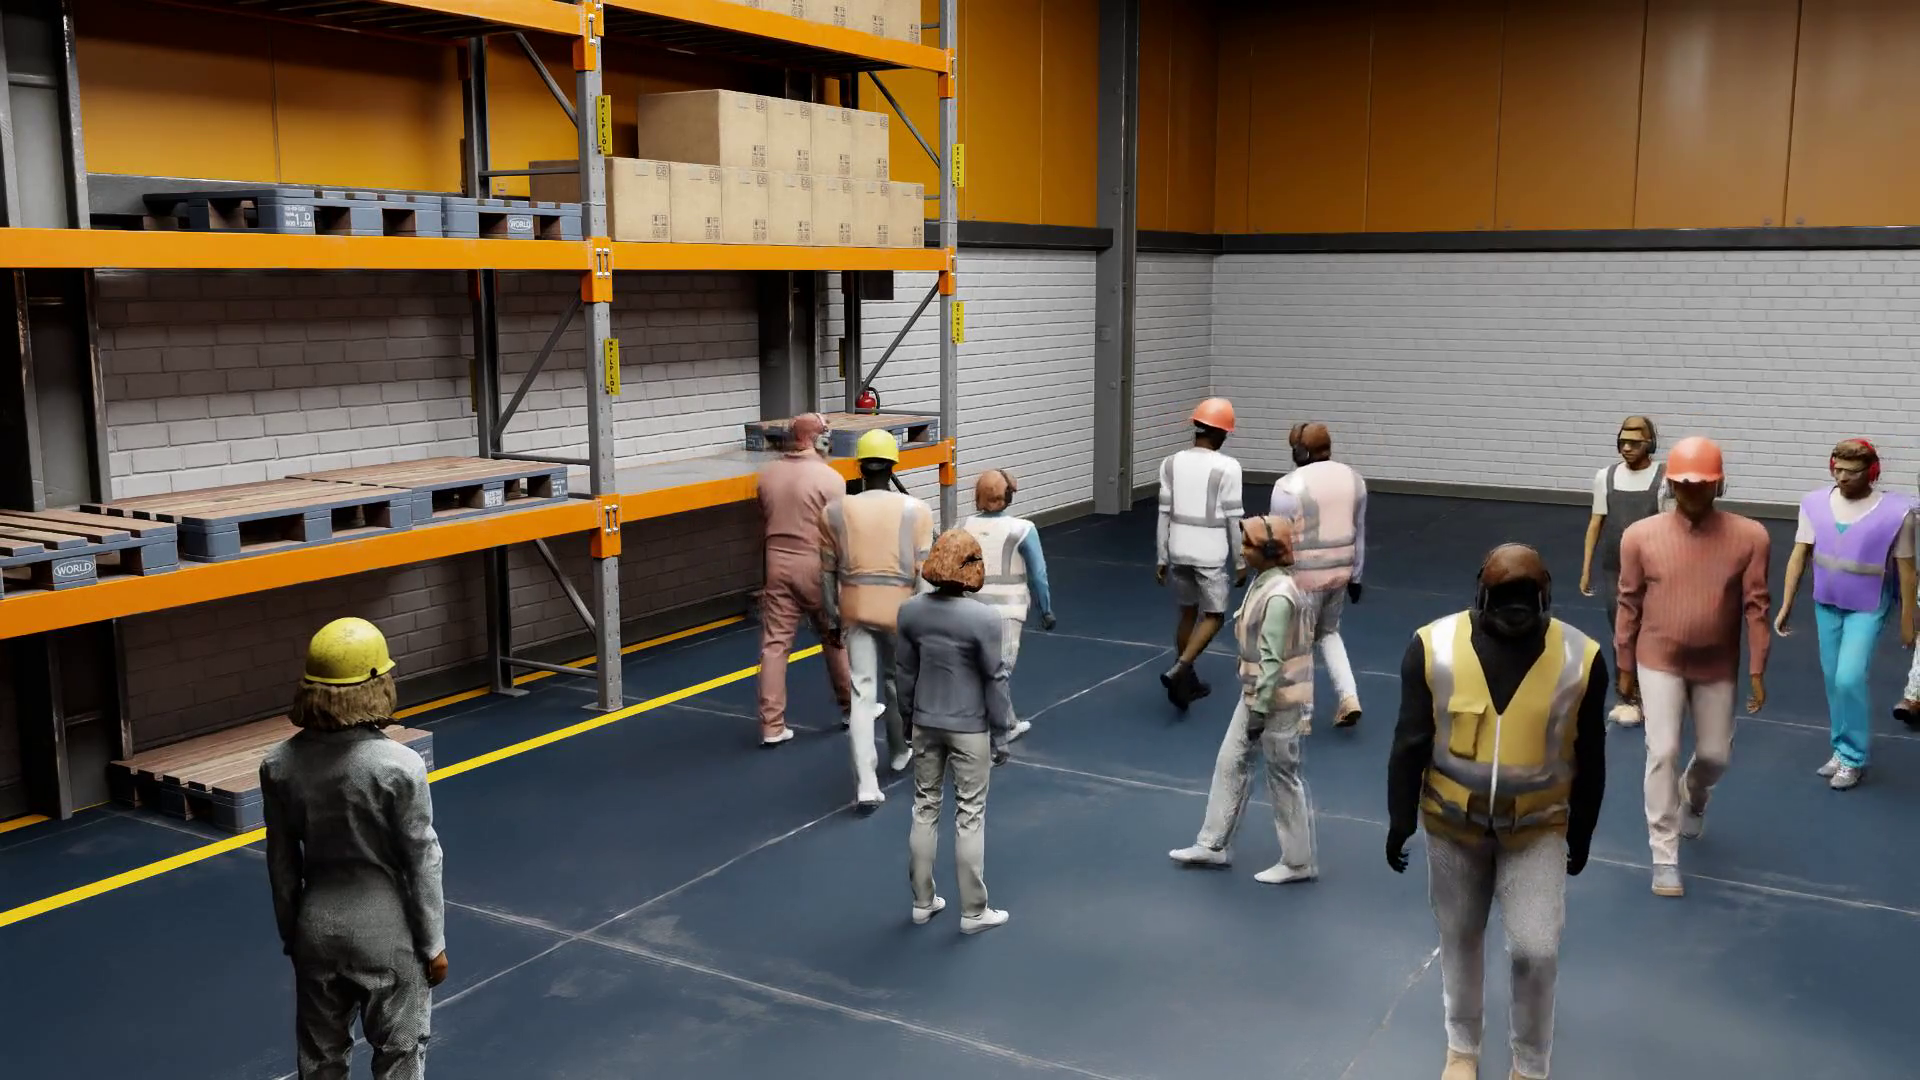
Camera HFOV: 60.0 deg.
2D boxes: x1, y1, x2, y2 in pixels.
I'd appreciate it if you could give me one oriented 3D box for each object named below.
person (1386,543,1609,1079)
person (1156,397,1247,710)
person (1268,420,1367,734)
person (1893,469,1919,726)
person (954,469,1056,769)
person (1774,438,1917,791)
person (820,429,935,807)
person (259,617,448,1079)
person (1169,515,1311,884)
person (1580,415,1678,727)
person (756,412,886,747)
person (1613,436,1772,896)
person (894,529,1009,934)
[{"bbox_3d":[1.665,0.915,5.214,0.647,1.824,0.604,4,10,21],"label":"person"},{"bbox_3d":[1.405,0.097,10.038,0.573,1.909,0.688,8,12,41],"label":"person"},{"bbox_3d":[2.011,0.226,9.493,0.645,1.825,0.466,-6,11,-31],"label":"person"},{"bbox_3d":[5.885,0.158,9.764,1.066,1.873,0.622,-8,12,-42],"label":"person"},{"bbox_3d":[0.197,0.413,9.046,0.525,1.593,0.882,6,11,31],"label":"person"},{"bbox_3d":[4.567,0.379,8.591,0.649,1.810,0.567,-5,11,-30],"label":"person"},{"bbox_3d":[-0.415,0.377,8.446,0.597,1.866,1.032,1,9,3],"label":"person"},{"bbox_3d":[-1.609,1.067,4.490,0.487,1.744,0.294,1,9,9],"label":"person"},{"bbox_3d":[1.223,0.695,7.192,0.659,1.614,0.552,0,9,0],"label":"person"},{"bbox_3d":[3.891,0.189,9.695,0.552,1.827,0.551,9,13,44],"label":"person"},{"bbox_3d":[-0.830,0.207,9.477,0.677,1.856,0.944,6,11,33],"label":"person"},{"bbox_3d":[3.178,0.508,7.276,0.623,1.970,0.783,3,10,18],"label":"person"},{"bbox_3d":[-0.028,0.765,6.710,0.507,1.632,0.265,6,11,31],"label":"person"}]
